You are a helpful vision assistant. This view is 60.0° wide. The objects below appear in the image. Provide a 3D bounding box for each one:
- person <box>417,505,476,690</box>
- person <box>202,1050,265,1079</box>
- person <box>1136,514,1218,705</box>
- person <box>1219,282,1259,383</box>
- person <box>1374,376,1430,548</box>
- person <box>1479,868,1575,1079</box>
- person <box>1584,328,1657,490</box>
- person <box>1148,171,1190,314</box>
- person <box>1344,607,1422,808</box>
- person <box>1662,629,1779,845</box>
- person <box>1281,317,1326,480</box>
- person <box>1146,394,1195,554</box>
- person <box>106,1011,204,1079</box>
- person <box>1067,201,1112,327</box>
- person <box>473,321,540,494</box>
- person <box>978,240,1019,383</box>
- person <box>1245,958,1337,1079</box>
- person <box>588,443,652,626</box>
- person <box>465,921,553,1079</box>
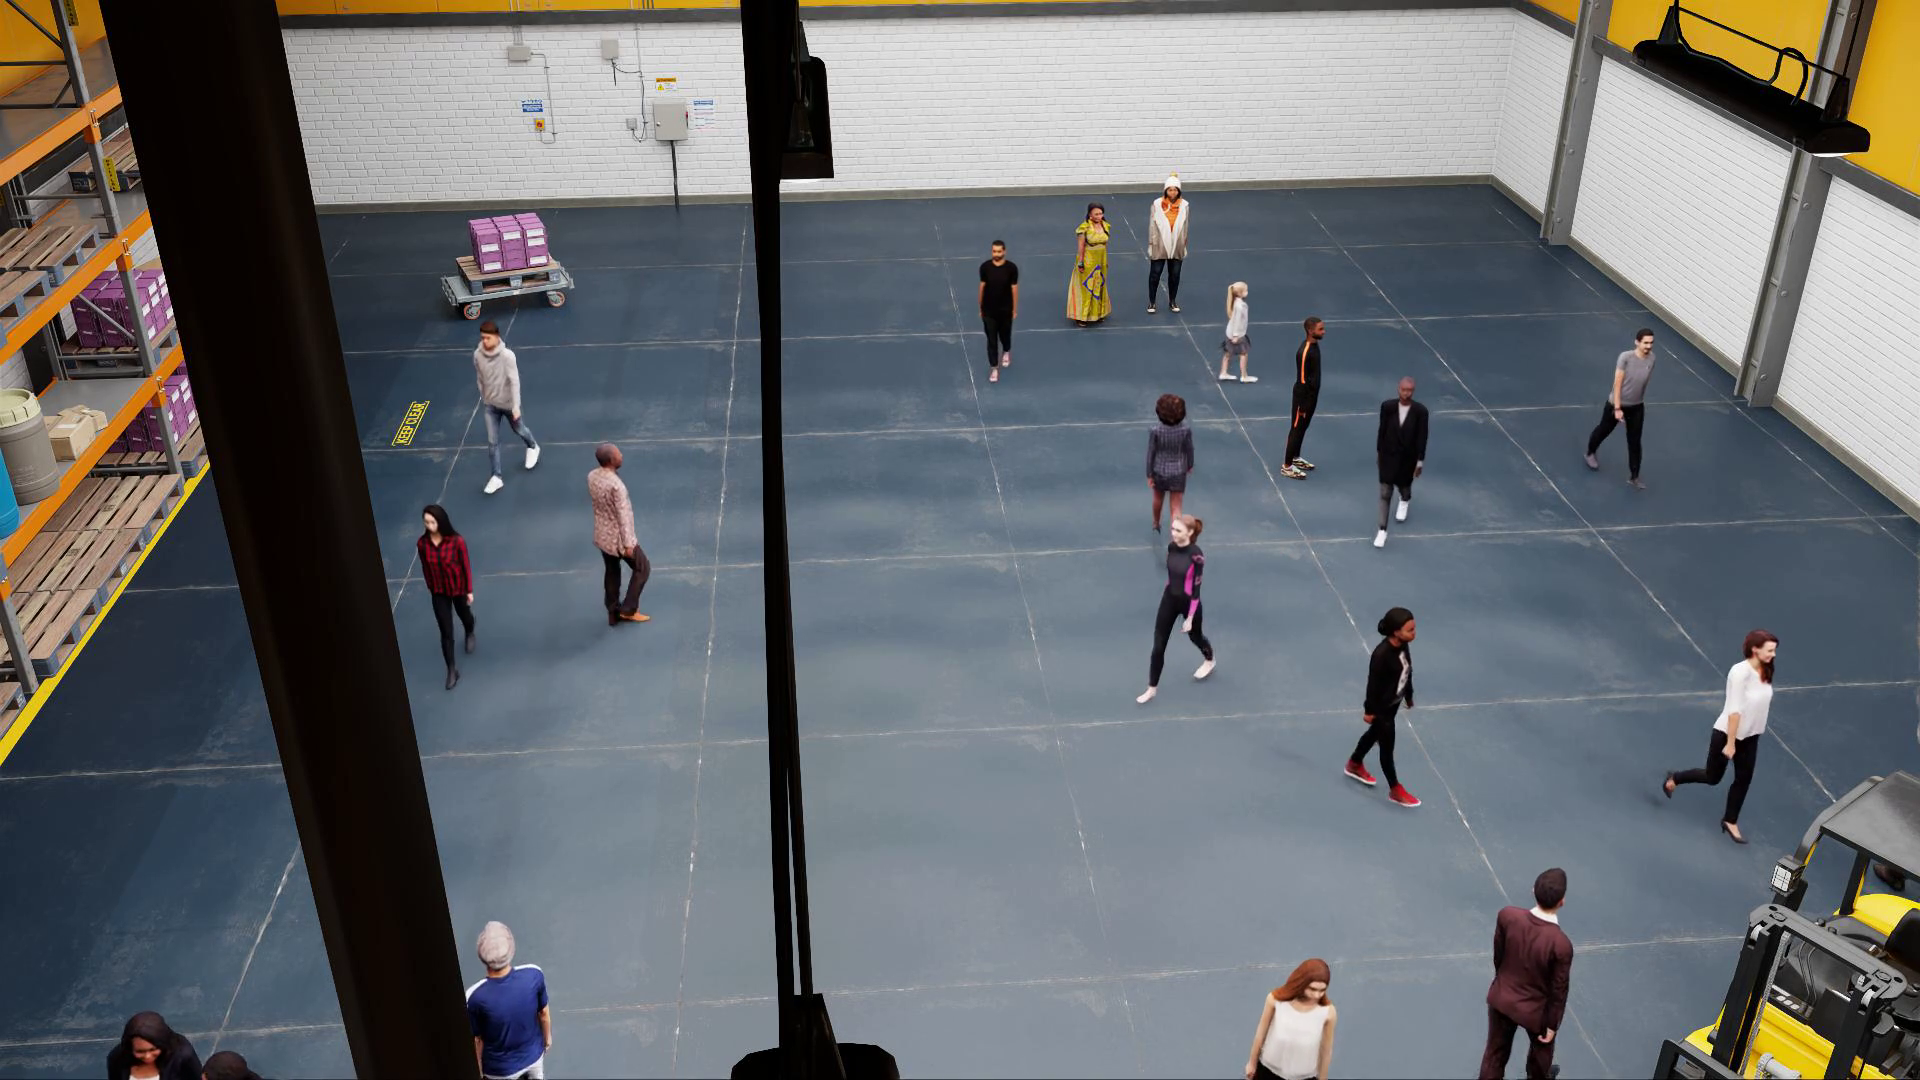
[{"bbox_3d":[-4.414,0.396,14.500,0.598,1.612,1.038,-2,29,-3],"label":"person"},{"bbox_3d":[-3.662,3.329,9.006,0.821,1.722,1.056,7,29,13],"label":"person"},{"bbox_3d":[1.958,0.552,14.116,1.100,1.705,1.098,-25,38,-38],"label":"person"},{"bbox_3d":[3.303,-2.521,20.212,0.619,1.261,0.645,0,29,0],"label":"person"},{"bbox_3d":[4.420,-0.852,16.670,0.984,1.725,1.254,10,30,17],"label":"person"},{"bbox_3d":[3.303,2.786,9.881,1.036,1.839,1.082,24,36,36],"label":"person"},{"bbox_3d":[7.080,-1.476,17.836,0.653,1.703,1.177,-4,29,-7],"label":"person"},{"bbox_3d":[2.779,-3.981,22.236,0.671,1.887,0.641,-2,29,-4],"label":"person"},{"bbox_3d":[3.245,1.235,12.919,1.021,1.653,0.956,23,36,36],"label":"person"},{"bbox_3d":[5.710,1.431,12.433,0.874,1.774,1.079,-16,33,-27],"label":"person"},{"bbox_3d":[3.698,-1.552,17.868,0.756,1.806,0.648,12,31,22],"label":"person"},{"bbox_3d":[2.062,-0.572,16.233,0.745,1.651,1.098,2,29,4],"label":"person"},{"bbox_3d":[-4.446,3.196,9.421,0.671,1.559,1.050,-2,29,-3],"label":"person"},{"bbox_3d":[1.744,-3.651,21.870,0.991,1.659,0.992,-18,34,-30],"label":"person"},{"bbox_3d":[-4.822,-1.489,17.748,0.954,1.809,1.353,6,29,11],"label":"person"},{"bbox_3d":[0.463,-2.825,20.266,0.734,1.745,0.908,4,29,7],"label":"person"},{"bbox_3d":[1.905,3.005,9.624,0.739,1.701,0.777,10,30,18],"label":"person"},{"bbox_3d":[-3.178,-0.003,15.042,0.808,1.793,0.888,25,37,38],"label":"person"},{"bbox_3d":[-2.536,2.995,9.513,0.789,1.824,0.830,-19,34,-31],"label":"person"}]
